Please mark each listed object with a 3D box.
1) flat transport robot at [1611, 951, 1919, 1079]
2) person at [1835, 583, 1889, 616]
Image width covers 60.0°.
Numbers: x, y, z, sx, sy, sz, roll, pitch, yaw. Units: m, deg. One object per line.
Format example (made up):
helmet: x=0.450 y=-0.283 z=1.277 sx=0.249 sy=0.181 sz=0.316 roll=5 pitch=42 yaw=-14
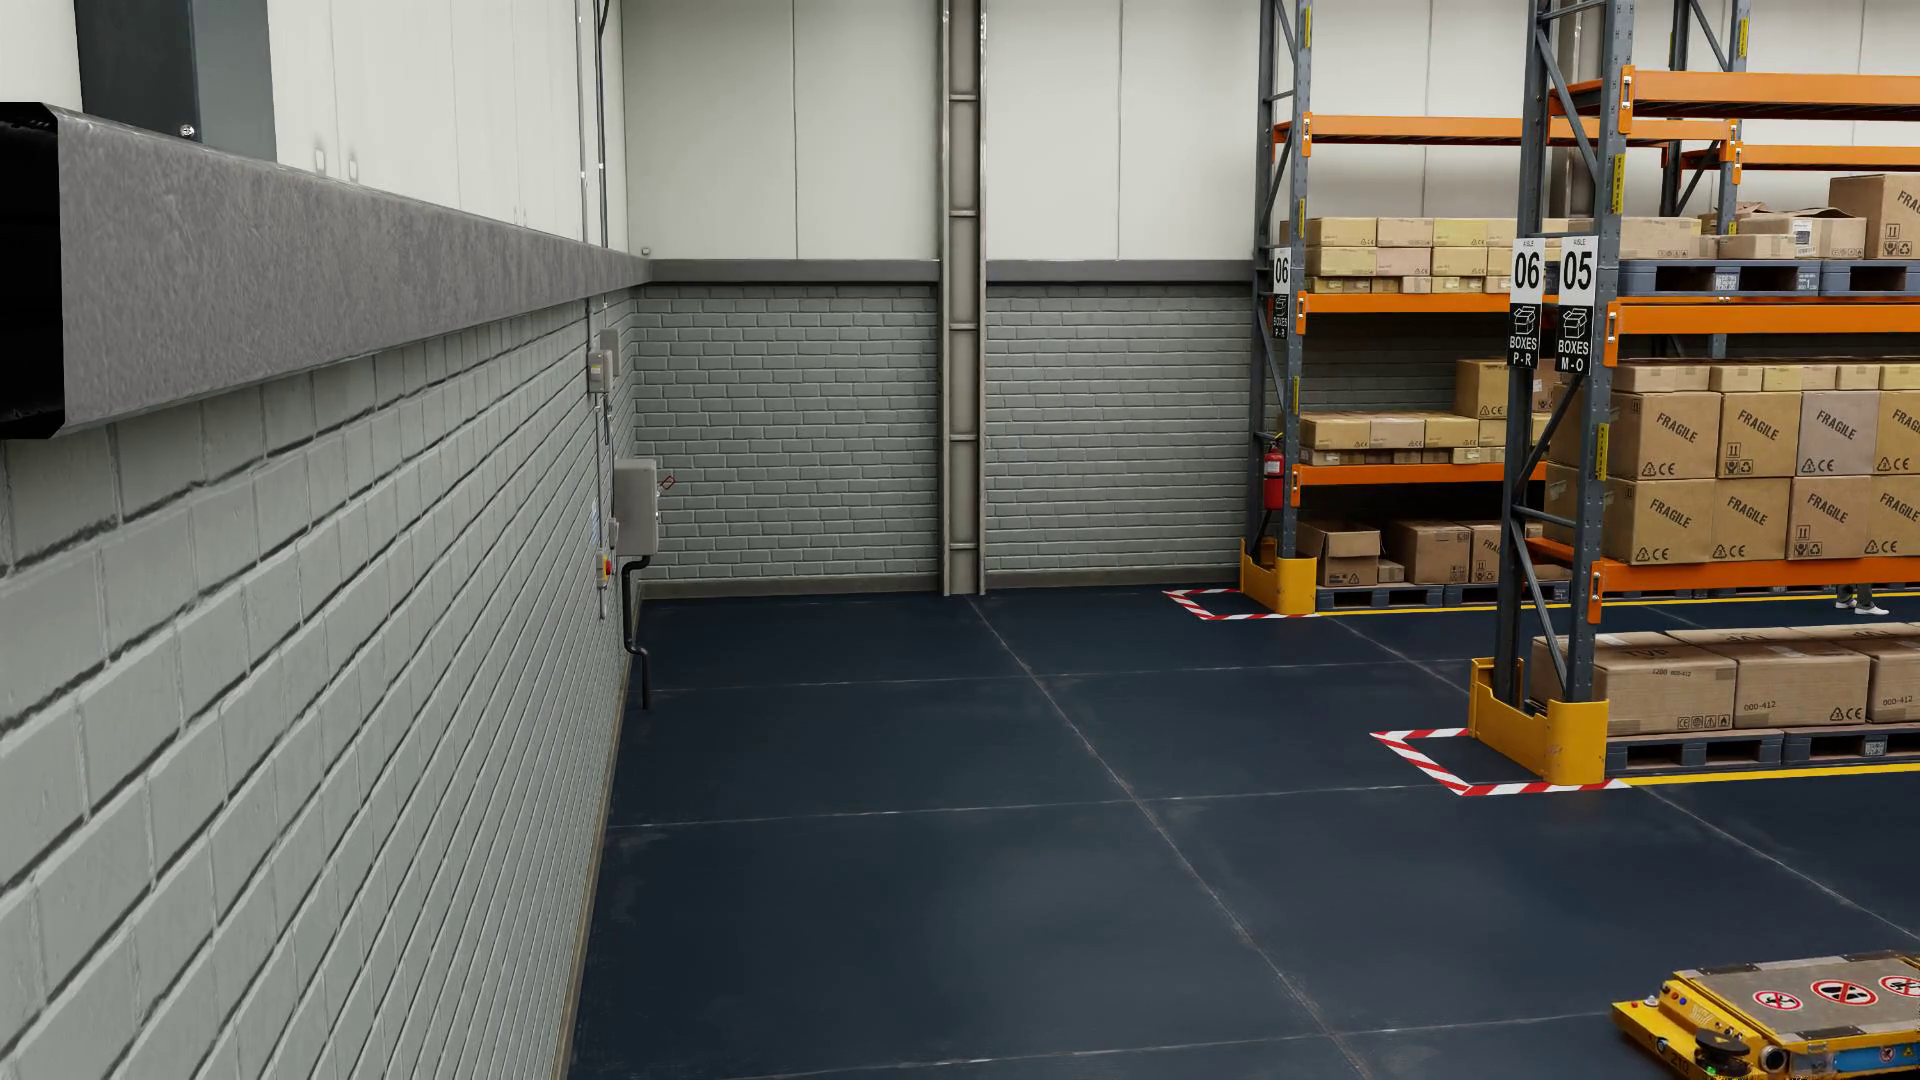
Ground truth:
flat transport robot: x=3.365 y=1.860 z=6.467 sx=1.431 sy=0.197 sz=0.652 roll=-2 pitch=9 yaw=-12
person: x=8.031 y=-0.293 z=14.683 sx=0.392 sy=1.921 sz=0.585 roll=-1 pitch=9 yaw=-8
